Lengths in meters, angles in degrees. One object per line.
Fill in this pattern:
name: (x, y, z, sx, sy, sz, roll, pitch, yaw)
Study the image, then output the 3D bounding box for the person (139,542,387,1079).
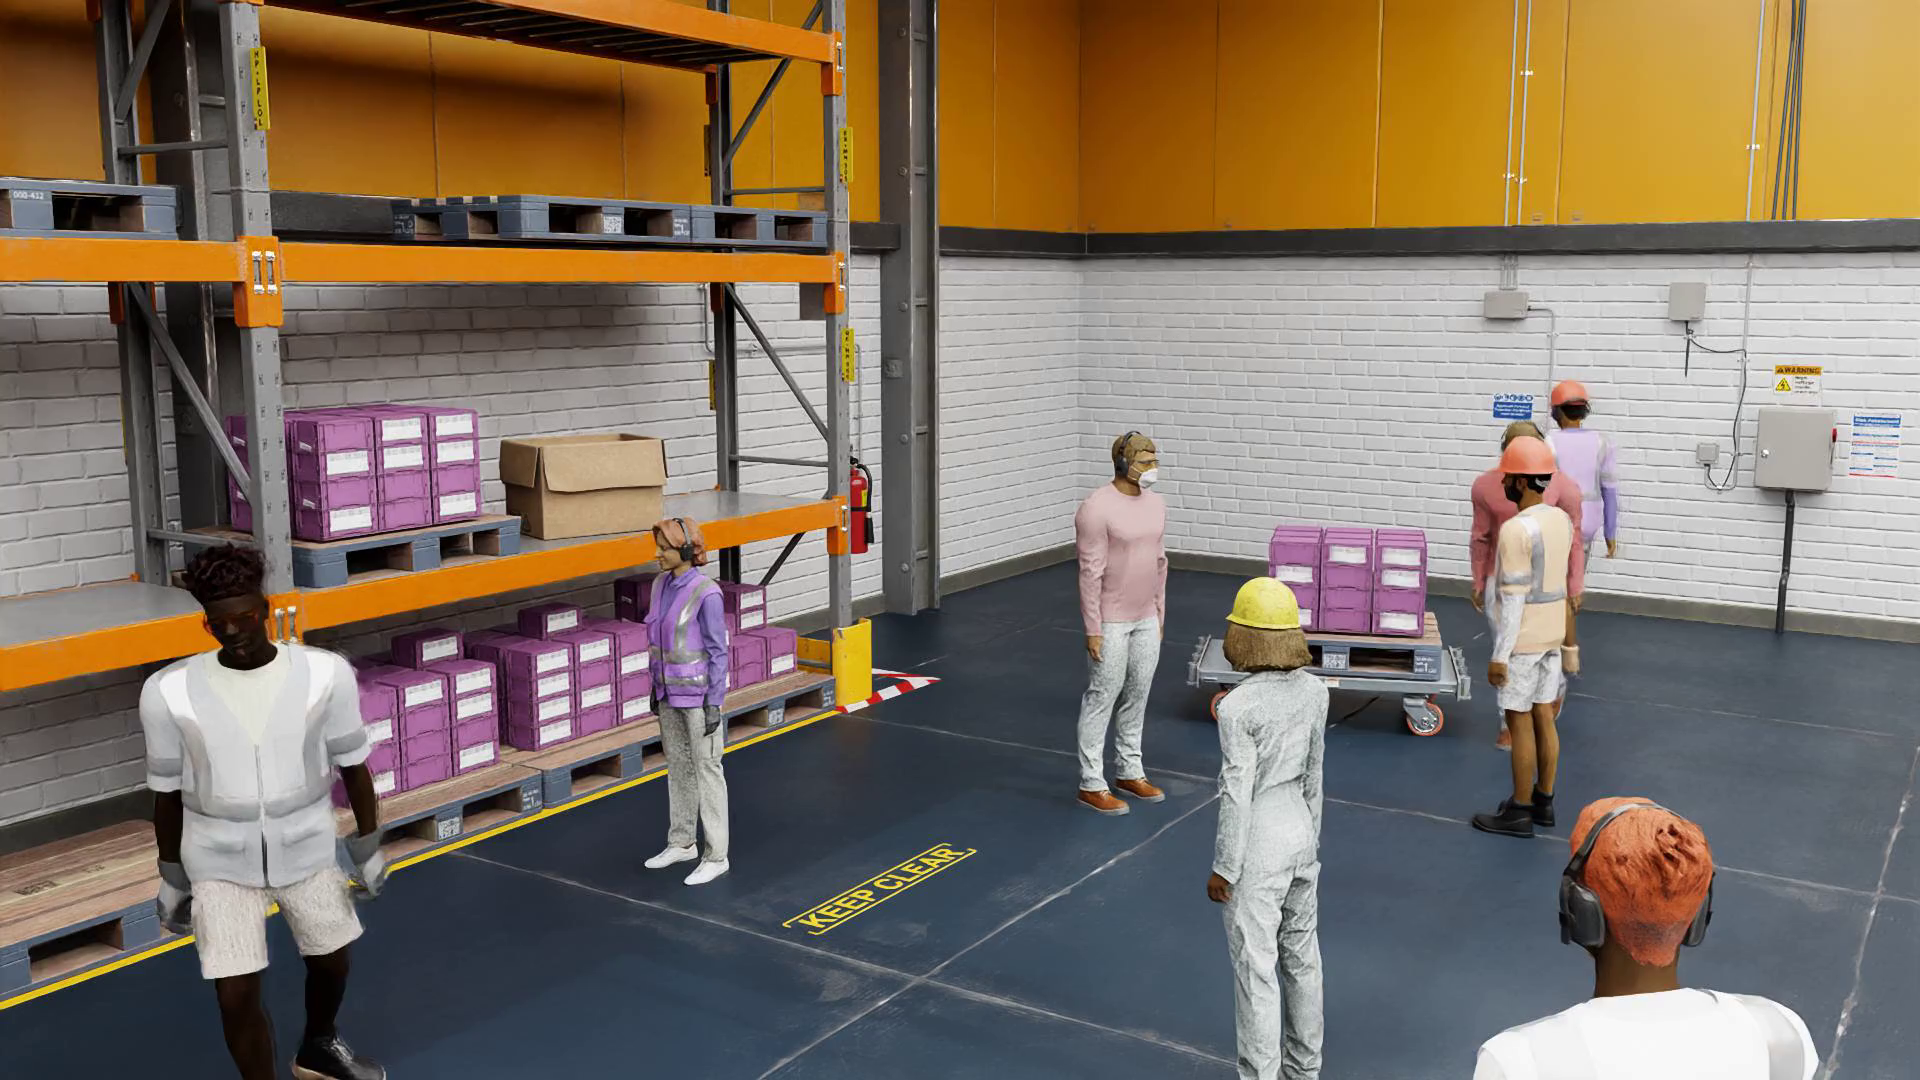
person: (-2.118, 0.930, 5.089, 0.651, 1.925, 0.670, -4, 10, -26)

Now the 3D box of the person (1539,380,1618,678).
person: (4.152, -0.107, 11.550, 0.642, 1.991, 1.020, 0, 9, -1)

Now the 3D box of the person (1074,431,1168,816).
person: (0.830, 0.410, 8.427, 0.633, 1.932, 0.367, -8, 12, -43)

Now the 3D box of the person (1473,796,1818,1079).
person: (1.029, 1.325, 2.608, 0.584, 1.882, 0.337, -2, 9, -15)

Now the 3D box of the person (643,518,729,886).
person: (-1.216, 0.709, 7.407, 0.310, 1.638, 0.523, -8, 12, -42)

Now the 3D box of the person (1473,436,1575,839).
person: (2.710, 0.467, 8.020, 0.548, 1.936, 0.378, -9, 12, -44)

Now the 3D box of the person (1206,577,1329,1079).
person: (0.962, 0.982, 5.300, 0.492, 1.742, 0.323, -8, 12, -41)

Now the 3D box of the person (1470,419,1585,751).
person: (3.283, 0.240, 9.618, 0.646, 1.911, 0.635, 7, 11, 37)
